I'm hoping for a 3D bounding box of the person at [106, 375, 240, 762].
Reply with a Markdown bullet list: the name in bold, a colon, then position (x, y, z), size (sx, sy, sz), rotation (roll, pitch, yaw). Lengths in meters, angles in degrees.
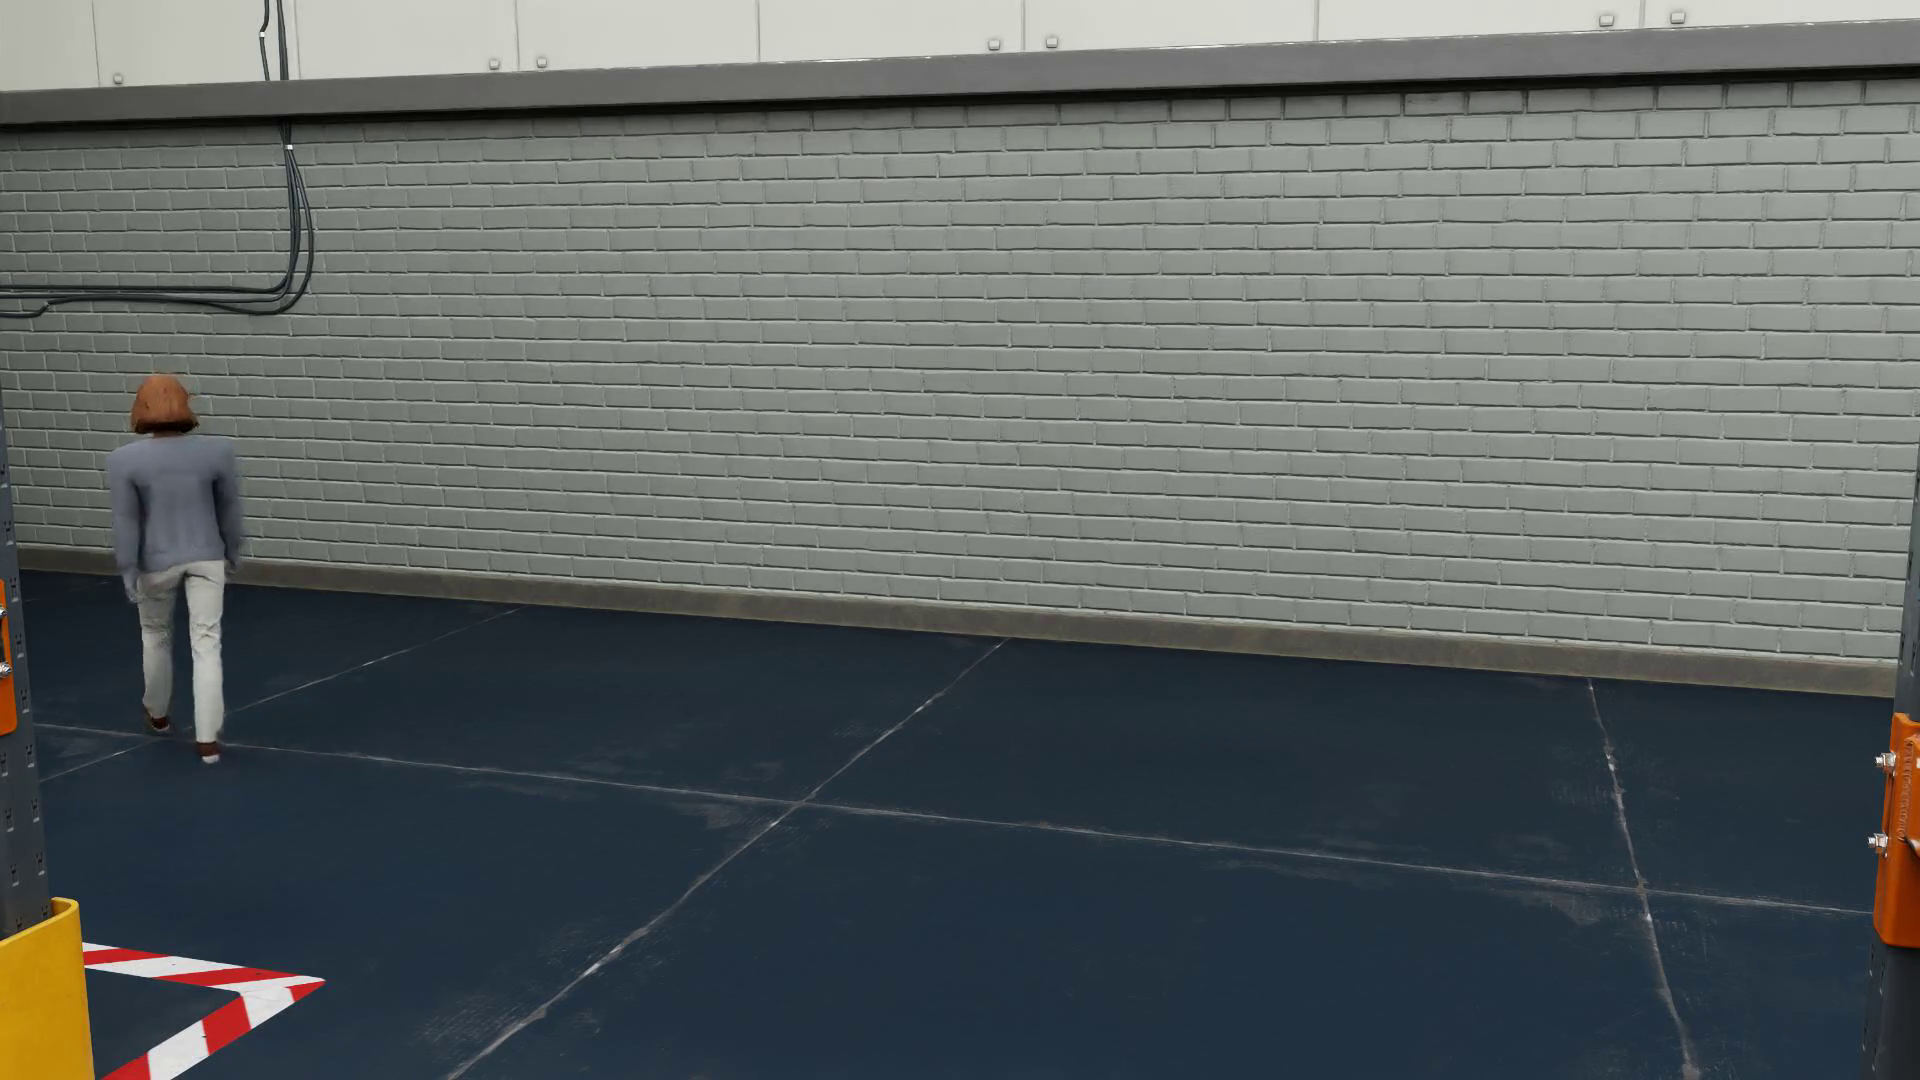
- **person**: position (-3.326, 0.100, 7.076), size (0.507, 1.596, 0.836), rotation (-6, 11, -30)
